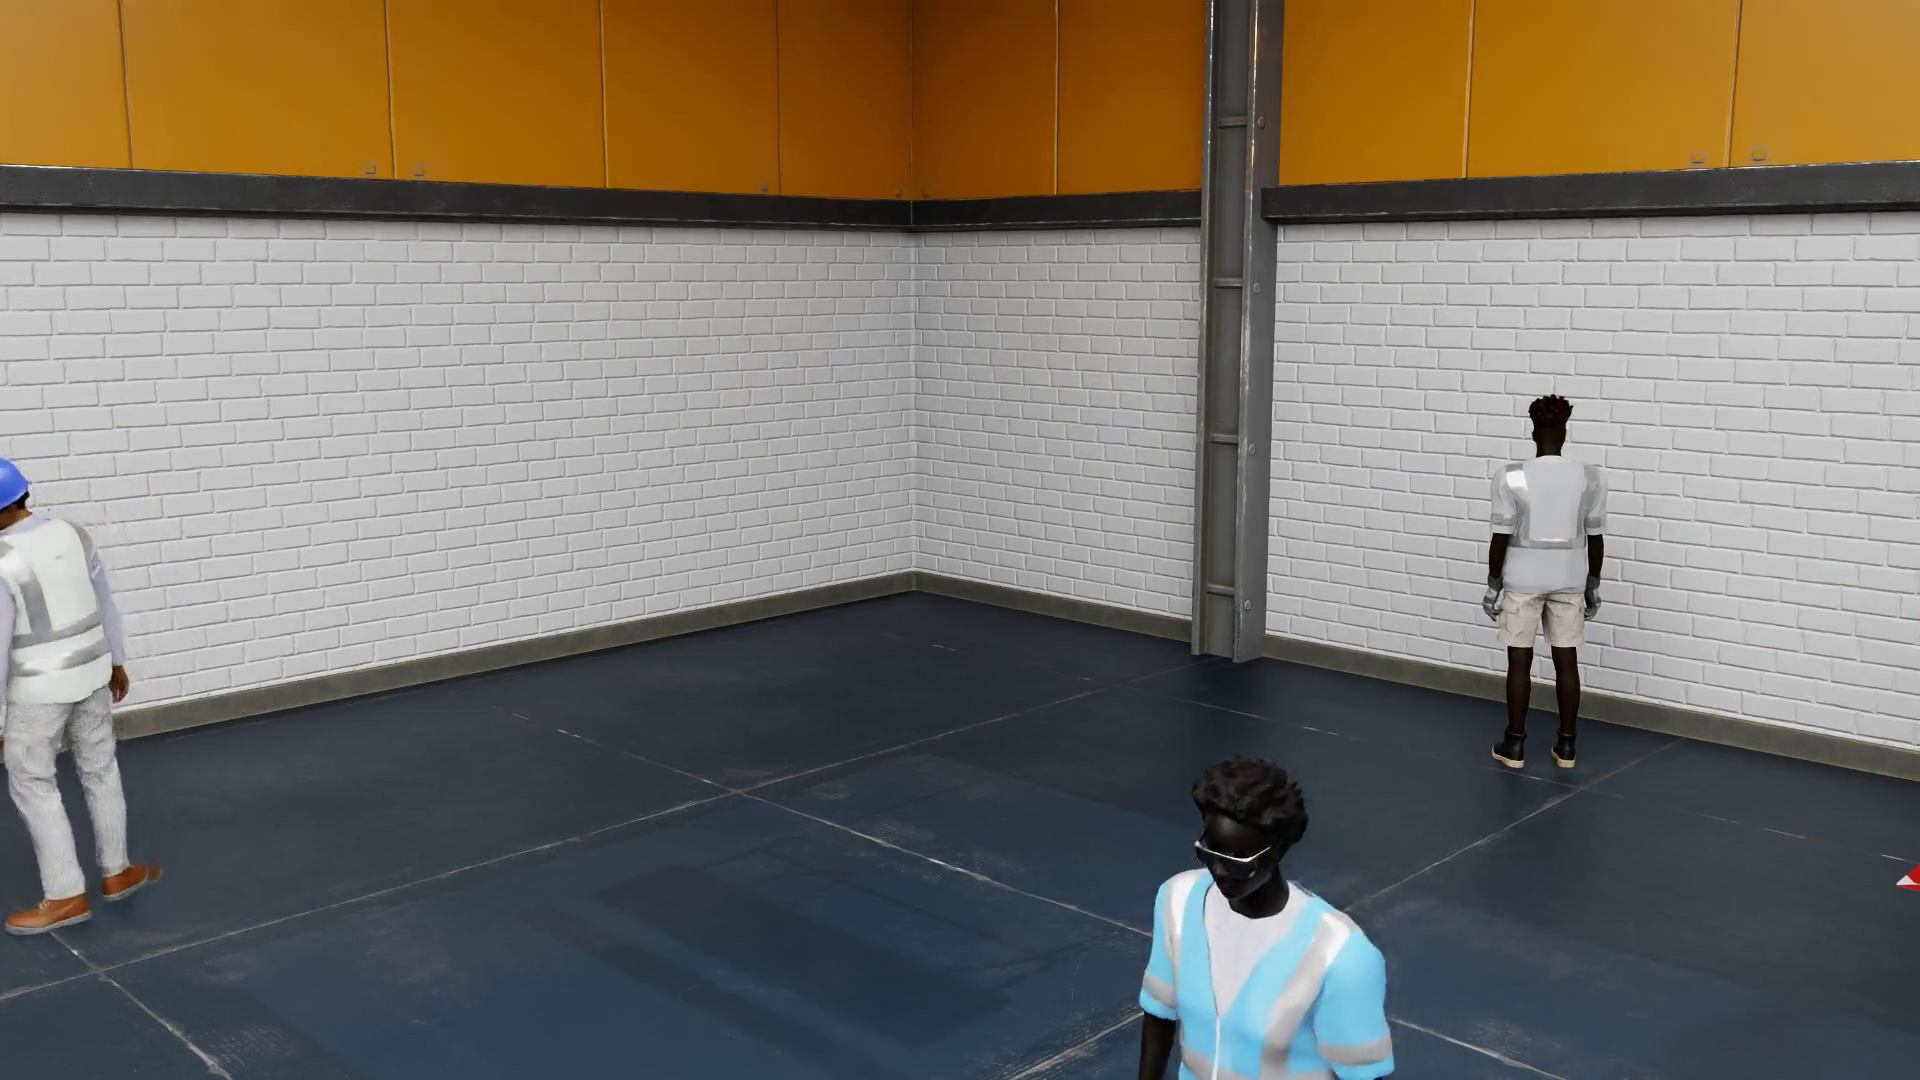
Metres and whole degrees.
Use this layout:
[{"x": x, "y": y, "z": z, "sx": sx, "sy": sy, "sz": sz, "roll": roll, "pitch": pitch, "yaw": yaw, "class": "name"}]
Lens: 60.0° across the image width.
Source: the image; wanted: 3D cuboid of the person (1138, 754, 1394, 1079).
[{"x": 0.606, "y": 1.233, "z": 3.385, "sx": 0.433, "sy": 1.674, "sz": 0.543, "roll": -8, "pitch": 12, "yaw": -39, "class": "person"}]

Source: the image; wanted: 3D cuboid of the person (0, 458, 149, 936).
[{"x": -3.615, "y": 0.587, "z": 6.693, "sx": 0.397, "sy": 1.900, "sz": 0.746, "roll": 2, "pitch": 10, "yaw": 14, "class": "person"}]

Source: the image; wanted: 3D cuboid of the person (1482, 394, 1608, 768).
[{"x": 3.049, "y": 0.221, "z": 8.709, "sx": 0.613, "sy": 1.955, "sz": 0.378, "roll": 0, "pitch": 9, "yaw": 3, "class": "person"}]
